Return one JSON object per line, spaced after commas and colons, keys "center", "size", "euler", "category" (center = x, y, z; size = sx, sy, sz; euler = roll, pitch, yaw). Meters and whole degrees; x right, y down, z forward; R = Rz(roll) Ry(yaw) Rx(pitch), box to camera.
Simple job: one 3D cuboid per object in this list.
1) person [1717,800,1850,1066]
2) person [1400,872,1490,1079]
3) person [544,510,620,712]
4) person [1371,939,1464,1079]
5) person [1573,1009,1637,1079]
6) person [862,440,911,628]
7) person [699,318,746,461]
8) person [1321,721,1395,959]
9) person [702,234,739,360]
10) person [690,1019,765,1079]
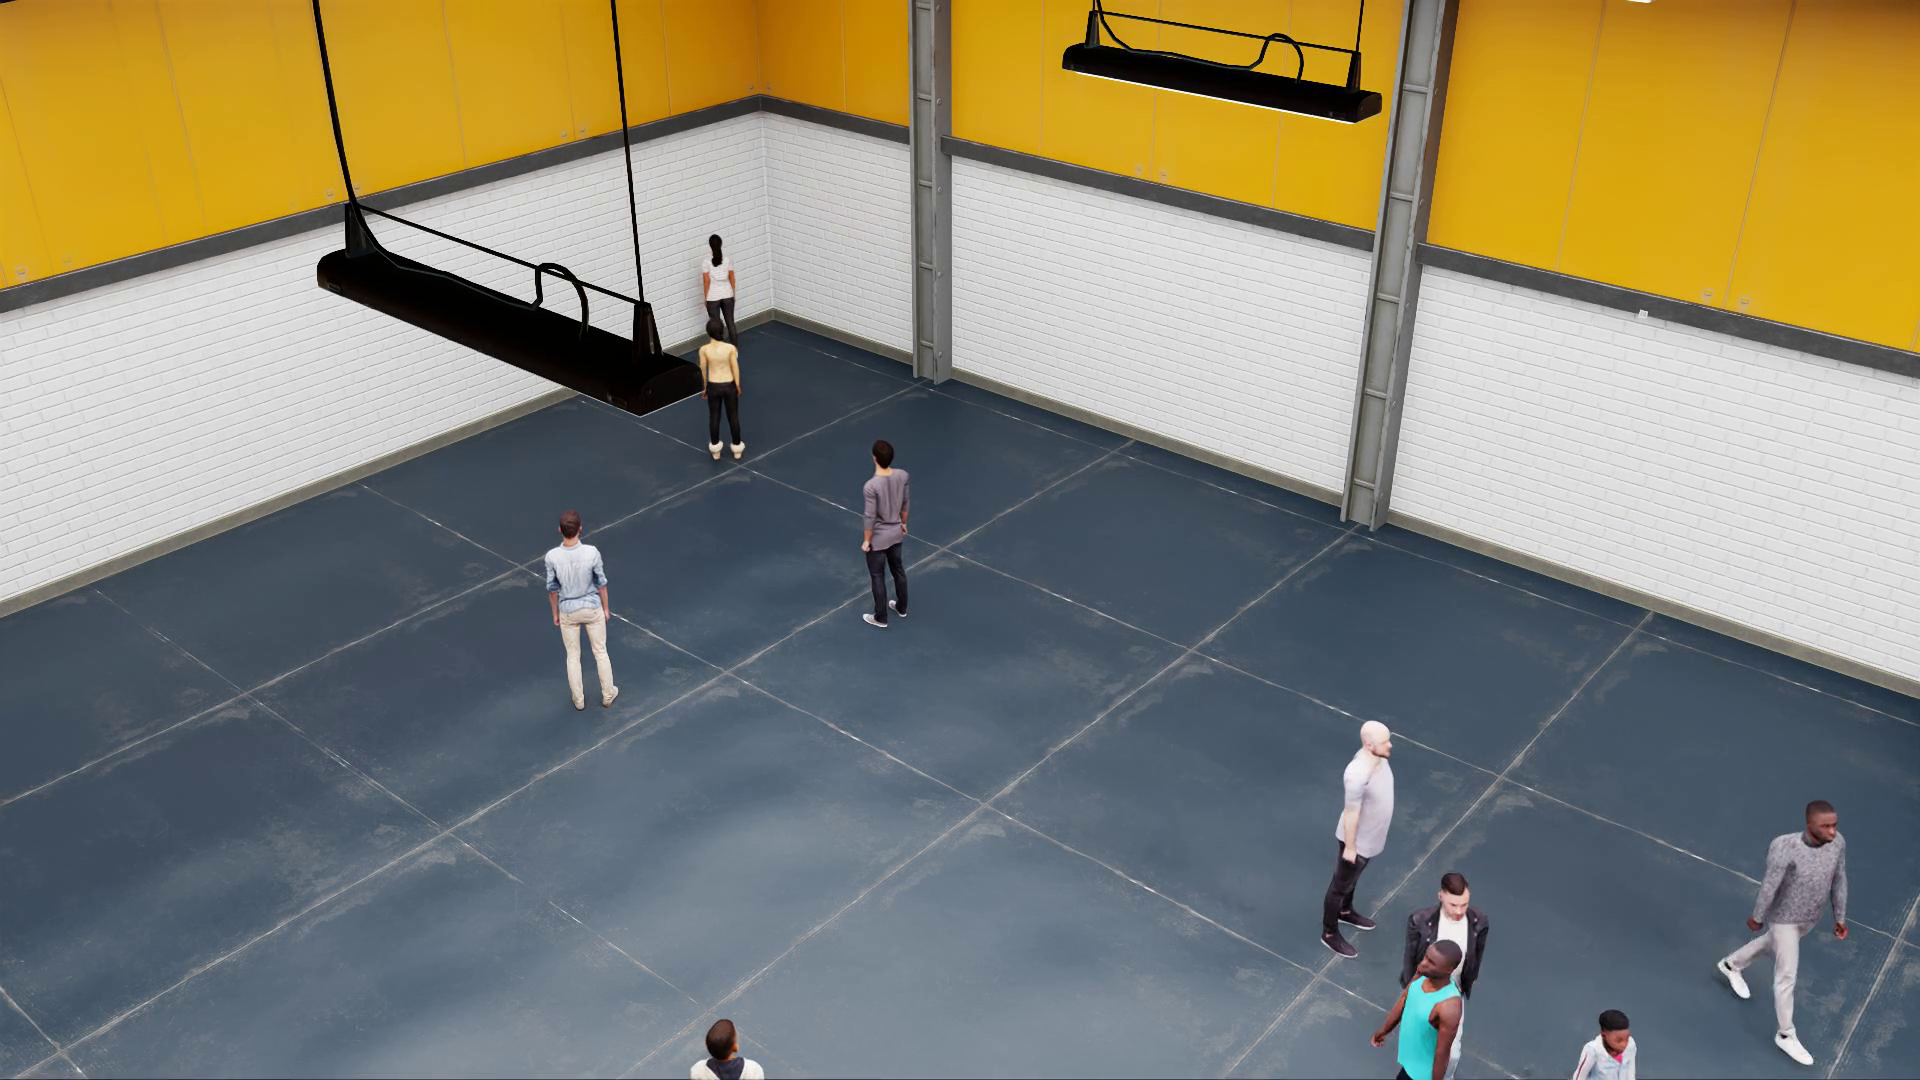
{"center": [5.383, 2.396, 10.873], "size": [1.050, 1.801, 1.273], "euler": [-11, 30, -19], "category": "person"}
{"center": [2.919, 2.709, 10.275], "size": [0.766, 1.824, 0.845], "euler": [2, 29, 4], "category": "person"}
{"center": [-3.228, 0.597, 14.124], "size": [0.720, 1.846, 0.761], "euler": [-4, 29, -8], "category": "person"}
{"center": [2.788, 3.030, 9.742], "size": [1.171, 1.770, 1.049], "euler": [0, 29, 0], "category": "person"}
{"center": [3.795, 3.240, 9.903], "size": [0.813, 1.247, 0.935], "euler": [-6, 29, -12], "category": "person"}
{"center": [-0.688, -0.070, 15.338], "size": [0.694, 1.853, 0.574], "euler": [-24, 37, -37], "category": "person"}
{"center": [-2.655, -1.687, 18.507], "size": [0.671, 1.658, 0.735], "euler": [-2, 29, -3], "category": "person"}
{"center": [2.774, 2.020, 11.524], "size": [0.635, 1.837, 0.703], "euler": [16, 32, 27], "category": "person"}
{"center": [-3.039, -3.074, 21.063], "size": [0.646, 1.645, 0.652], "euler": [-12, 31, -21], "category": "person"}
{"center": [-1.309, 3.340, 9.506], "size": [0.632, 1.452, 0.711], "euler": [0, 29, 0], "category": "person"}
